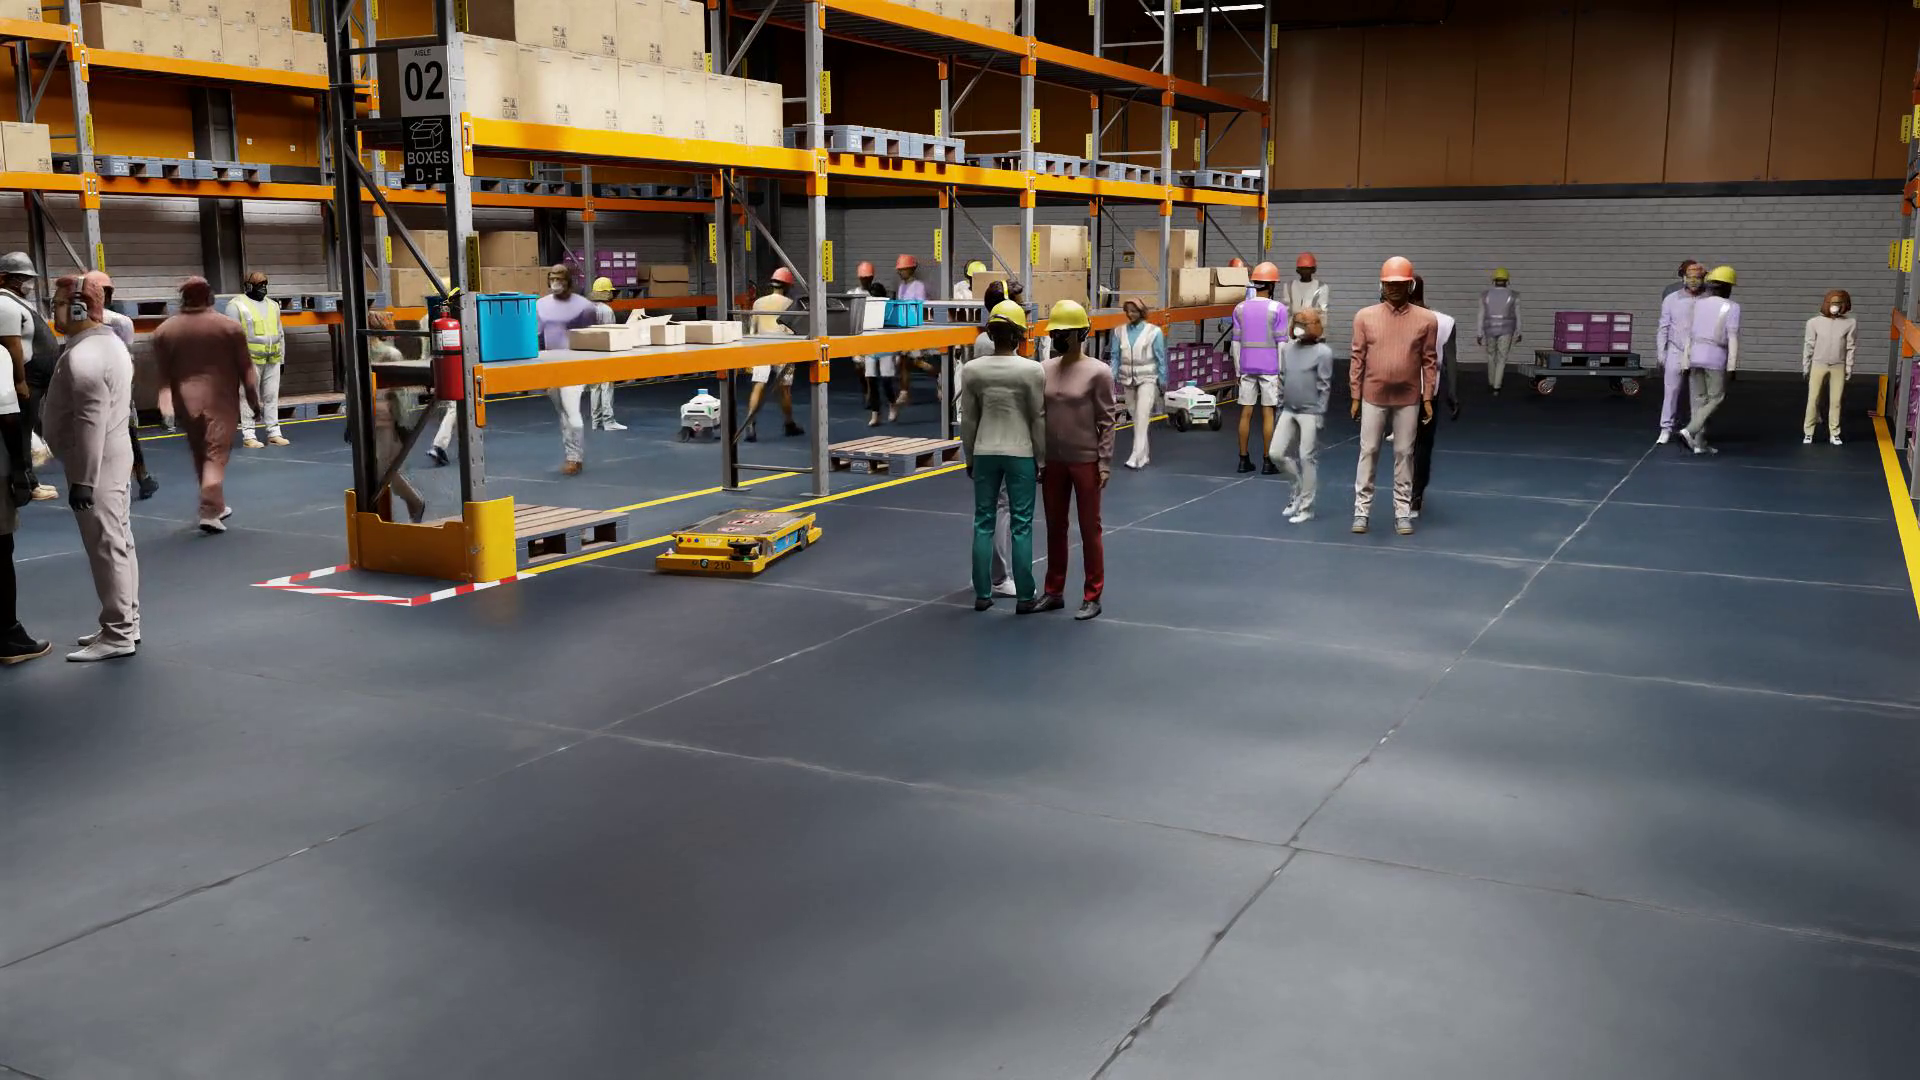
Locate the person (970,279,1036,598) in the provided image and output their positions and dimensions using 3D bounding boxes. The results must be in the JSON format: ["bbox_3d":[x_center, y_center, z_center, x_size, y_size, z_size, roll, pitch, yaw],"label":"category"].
[{"bbox_3d":[0.234,-0.597,9.827,0.329,1.871,0.513,-4,10,-20],"label":"person"}]

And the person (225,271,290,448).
[{"bbox_3d":[-7.295,-1.872,17.331,0.428,1.837,0.625,6,12,32],"label":"person"}]

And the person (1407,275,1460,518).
[{"bbox_3d":[3.540,-1.126,12.953,0.631,1.850,1.009,1,10,8],"label":"person"}]

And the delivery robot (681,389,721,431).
[{"bbox_3d":[-2.768,-1.388,17.935,0.477,0.478,0.707,1,10,4],"label":"delivery robot"}]

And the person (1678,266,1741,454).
[{"bbox_3d":[7.430,-1.772,16.550,0.630,1.899,0.625,-5,11,-26],"label":"person"}]

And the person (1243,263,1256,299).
[{"bbox_3d":[4.605,-3.544,26.946,0.463,1.859,0.672,-4,11,-23],"label":"person"}]

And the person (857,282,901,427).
[{"bbox_3d":[-0.945,-2.152,19.367,0.545,1.681,0.371,4,10,20],"label":"person"}]

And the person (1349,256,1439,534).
[{"bbox_3d":[3.113,-1.032,11.977,0.612,1.995,0.392,2,10,13],"label":"person"}]

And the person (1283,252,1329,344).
[{"bbox_3d":[4.421,-2.686,21.459,0.645,2.025,0.560,5,11,26],"label":"person"}]

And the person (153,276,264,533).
[{"bbox_3d":[-5.516,-0.997,12.202,0.654,1.859,1.005,0,10,-2],"label":"person"}]

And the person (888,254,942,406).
[{"bbox_3d":[-0.567,-2.784,22.077,0.822,2.017,0.609,-7,12,-33],"label":"person"}]

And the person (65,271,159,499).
[{"bbox_3d":[-6.832,-1.206,13.328,0.546,1.870,0.948,-1,10,-8],"label":"person"}]

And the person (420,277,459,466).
[{"bbox_3d":[-4.905,-1.624,15.997,0.588,1.795,0.902,4,11,23],"label":"person"}]

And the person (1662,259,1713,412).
[{"bbox_3d":[9.235,-2.596,21.200,0.629,1.940,0.377,1,10,3],"label":"person"}]

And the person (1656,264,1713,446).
[{"bbox_3d":[7.692,-1.936,17.489,0.689,1.904,0.398,5,11,25],"label":"person"}]

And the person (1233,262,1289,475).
[{"bbox_3d":[2.763,-1.565,15.234,0.547,1.938,0.359,7,12,36],"label":"person"}]

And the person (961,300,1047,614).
[{"bbox_3d":[0.260,-0.459,9.354,0.522,1.761,0.322,4,11,23],"label":"person"}]

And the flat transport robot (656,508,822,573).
[{"bbox_3d":[-1.443,-0.013,11.067,0.652,0.197,1.431,2,10,12],"label":"flat transport robot"}]

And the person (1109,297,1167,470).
[{"bbox_3d":[1.616,-1.440,15.470,0.513,1.600,0.811,7,12,34],"label":"person"}]

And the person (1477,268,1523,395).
[{"bbox_3d":[7.786,-2.996,23.931,0.603,1.785,0.888,6,11,30],"label":"person"}]

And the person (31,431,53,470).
[{"bbox_3d":[-8.624,-1.487,15.086,0.433,1.832,0.654,-6,12,-32],"label":"person"}]

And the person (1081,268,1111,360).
[{"bbox_3d":[1.779,-2.838,22.914,0.619,1.835,0.430,-1,10,-6],"label":"person"}]

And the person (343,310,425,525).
[{"bbox_3d":[-4.096,-0.809,11.751,0.522,1.626,0.423,5,11,27],"label":"person"}]

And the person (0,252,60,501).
[{"bbox_3d":[-7.680,-1.350,13.688,0.536,2.000,0.680,-5,11,-26],"label":"person"}]

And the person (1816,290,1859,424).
[{"bbox_3d":[10.357,-2.171,19.773,0.509,1.592,0.863,9,13,42],"label":"person"}]

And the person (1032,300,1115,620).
[{"bbox_3d":[0.603,-0.438,9.204,0.532,1.767,0.328,8,12,38],"label":"person"}]

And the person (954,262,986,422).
[{"bbox_3d":[0.169,-2.338,19.769,0.585,1.917,0.382,-9,13,-41],"label":"person"}]

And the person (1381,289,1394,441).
[{"bbox_3d":[4.629,-1.912,17.935,0.319,1.695,0.538,-6,11,-31],"label":"person"}]

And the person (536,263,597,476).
[{"bbox_3d":[-3.642,-1.547,15.163,0.627,1.916,0.739,3,10,16],"label":"person"}]

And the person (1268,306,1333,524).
[{"bbox_3d":[2.546,-0.934,12.466,0.349,1.619,0.527,-7,12,-37],"label":"person"}]

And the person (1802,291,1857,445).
[{"bbox_3d":[9.174,-1.815,17.587,0.493,1.626,0.286,3,10,17],"label":"person"}]

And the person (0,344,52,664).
[{"bbox_3d":[-4.861,-0.355,8.169,0.602,1.958,0.369,1,10,3],"label":"person"}]

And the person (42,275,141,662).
[{"bbox_3d":[-4.345,-0.358,8.322,0.409,1.913,0.642,-3,10,-18],"label":"person"}]

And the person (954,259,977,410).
[{"bbox_3d":[0.156,-2.621,21.345,0.630,1.940,0.372,-7,12,-35],"label":"person"}]

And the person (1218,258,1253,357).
[{"bbox_3d":[4.311,-3.450,26.133,0.545,1.942,0.352,4,10,21],"label":"person"}]

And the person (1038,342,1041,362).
[{"bbox_3d":[1.306,-3.819,28.118,0.623,1.992,0.396,5,11,27],"label":"person"}]

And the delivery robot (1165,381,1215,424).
[{"bbox_3d":[2.629,-1.578,19.034,0.477,0.478,0.707,-3,10,-19],"label":"delivery robot"}]

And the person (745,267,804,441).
[{"bbox_3d":[-2.063,-2.009,18.026,0.628,1.878,0.977,3,10,18],"label":"person"}]

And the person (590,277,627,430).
[{"bbox_3d":[-4.072,-2.132,19.080,0.294,1.744,0.484,-9,13,-43],"label":"person"}]

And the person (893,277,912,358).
[{"bbox_3d":[-1.056,-4.462,32.200,0.532,1.870,0.315,5,11,28],"label":"person"}]

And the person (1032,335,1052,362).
[{"bbox_3d":[1.295,-3.457,26.491,0.587,1.833,0.404,8,13,40],"label":"person"}]

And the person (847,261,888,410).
[{"bbox_3d":[-1.205,-2.667,21.670,0.556,1.920,0.694,0,10,3],"label":"person"}]
